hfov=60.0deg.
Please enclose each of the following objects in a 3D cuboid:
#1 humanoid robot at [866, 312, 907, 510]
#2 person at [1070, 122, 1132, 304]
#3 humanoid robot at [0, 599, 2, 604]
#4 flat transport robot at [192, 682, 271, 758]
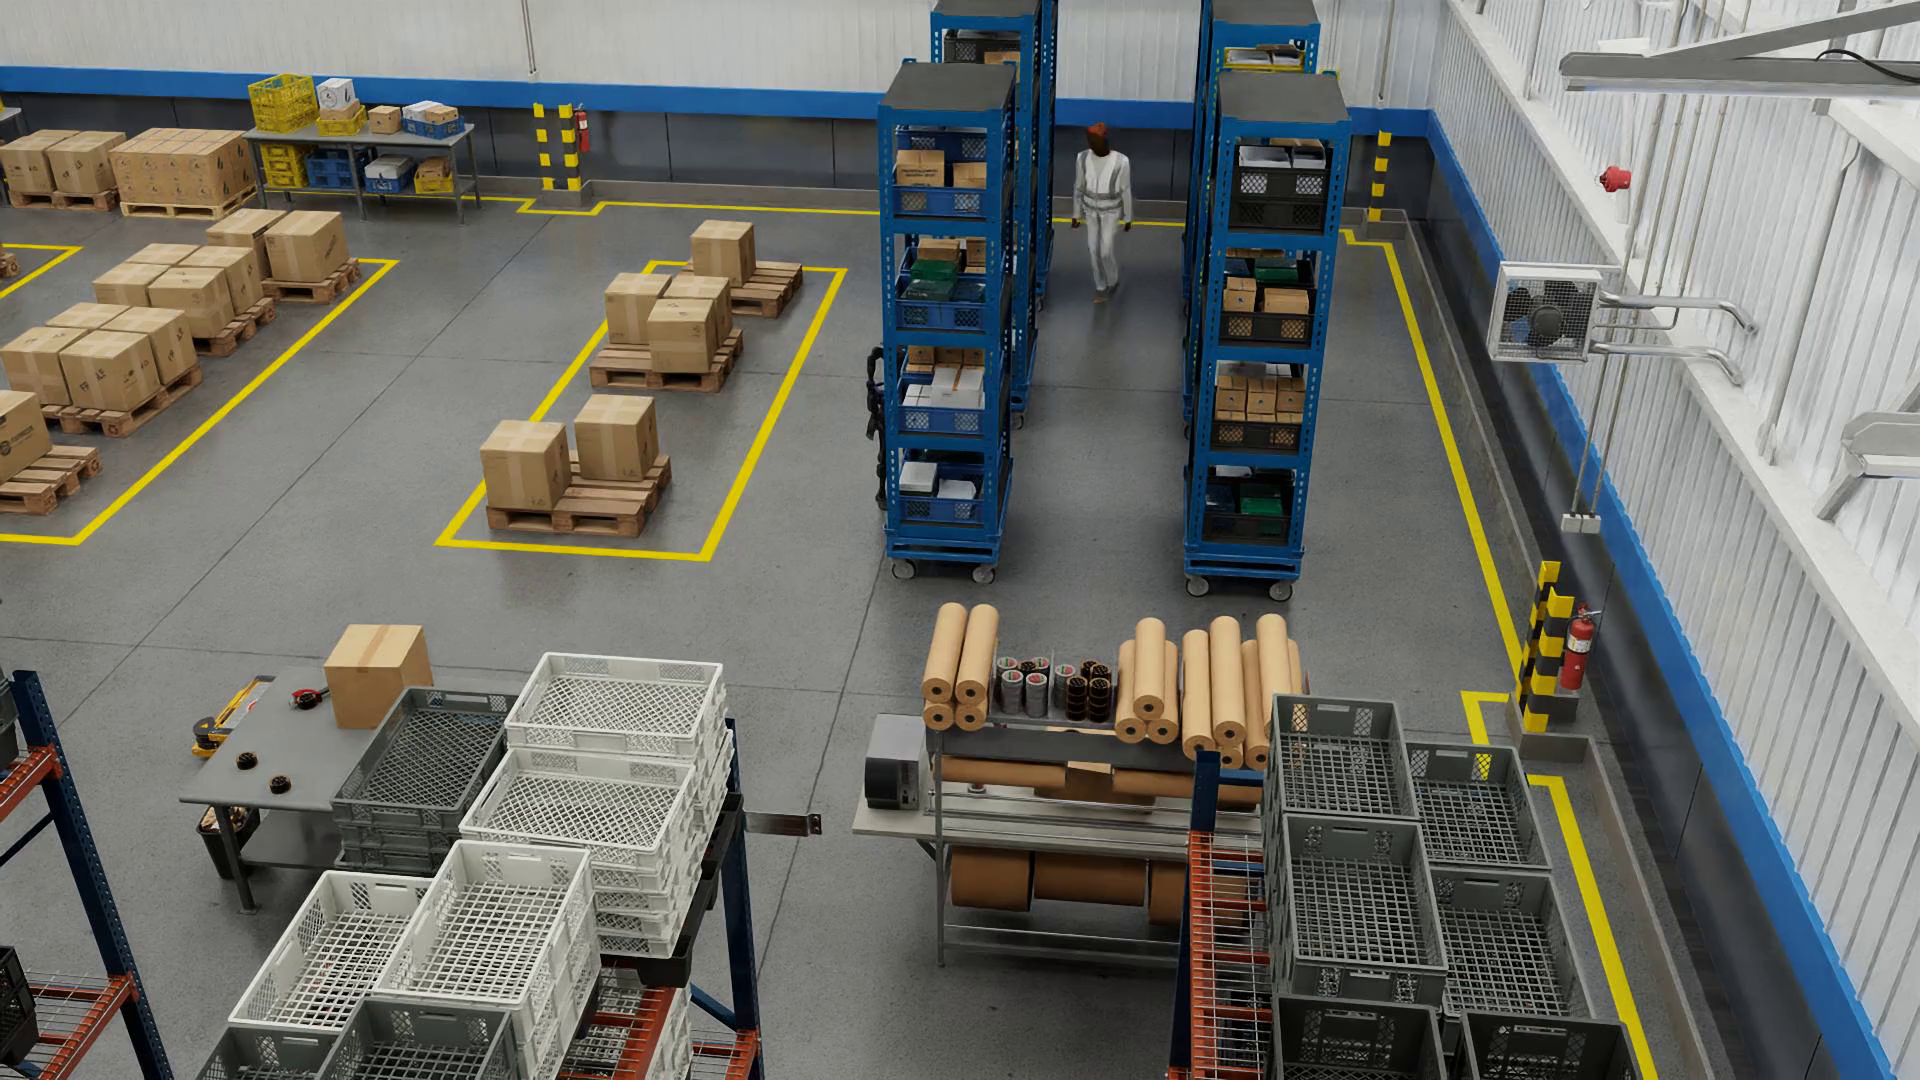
[{"bbox_3d":[-0.471,-1.036,13.039,0.593,1.657,0.327,-16,34,-26],"label":"humanoid robot"},{"bbox_3d":[1.418,-3.265,16.696,0.622,1.860,0.423,14,33,23],"label":"person"},{"bbox_3d":[-7.197,-0.230,11.657,0.591,1.656,0.326,3,30,6],"label":"humanoid robot"},{"bbox_3d":[-4.089,1.163,10.648,1.431,0.197,0.652,3,30,6],"label":"flat transport robot"}]
